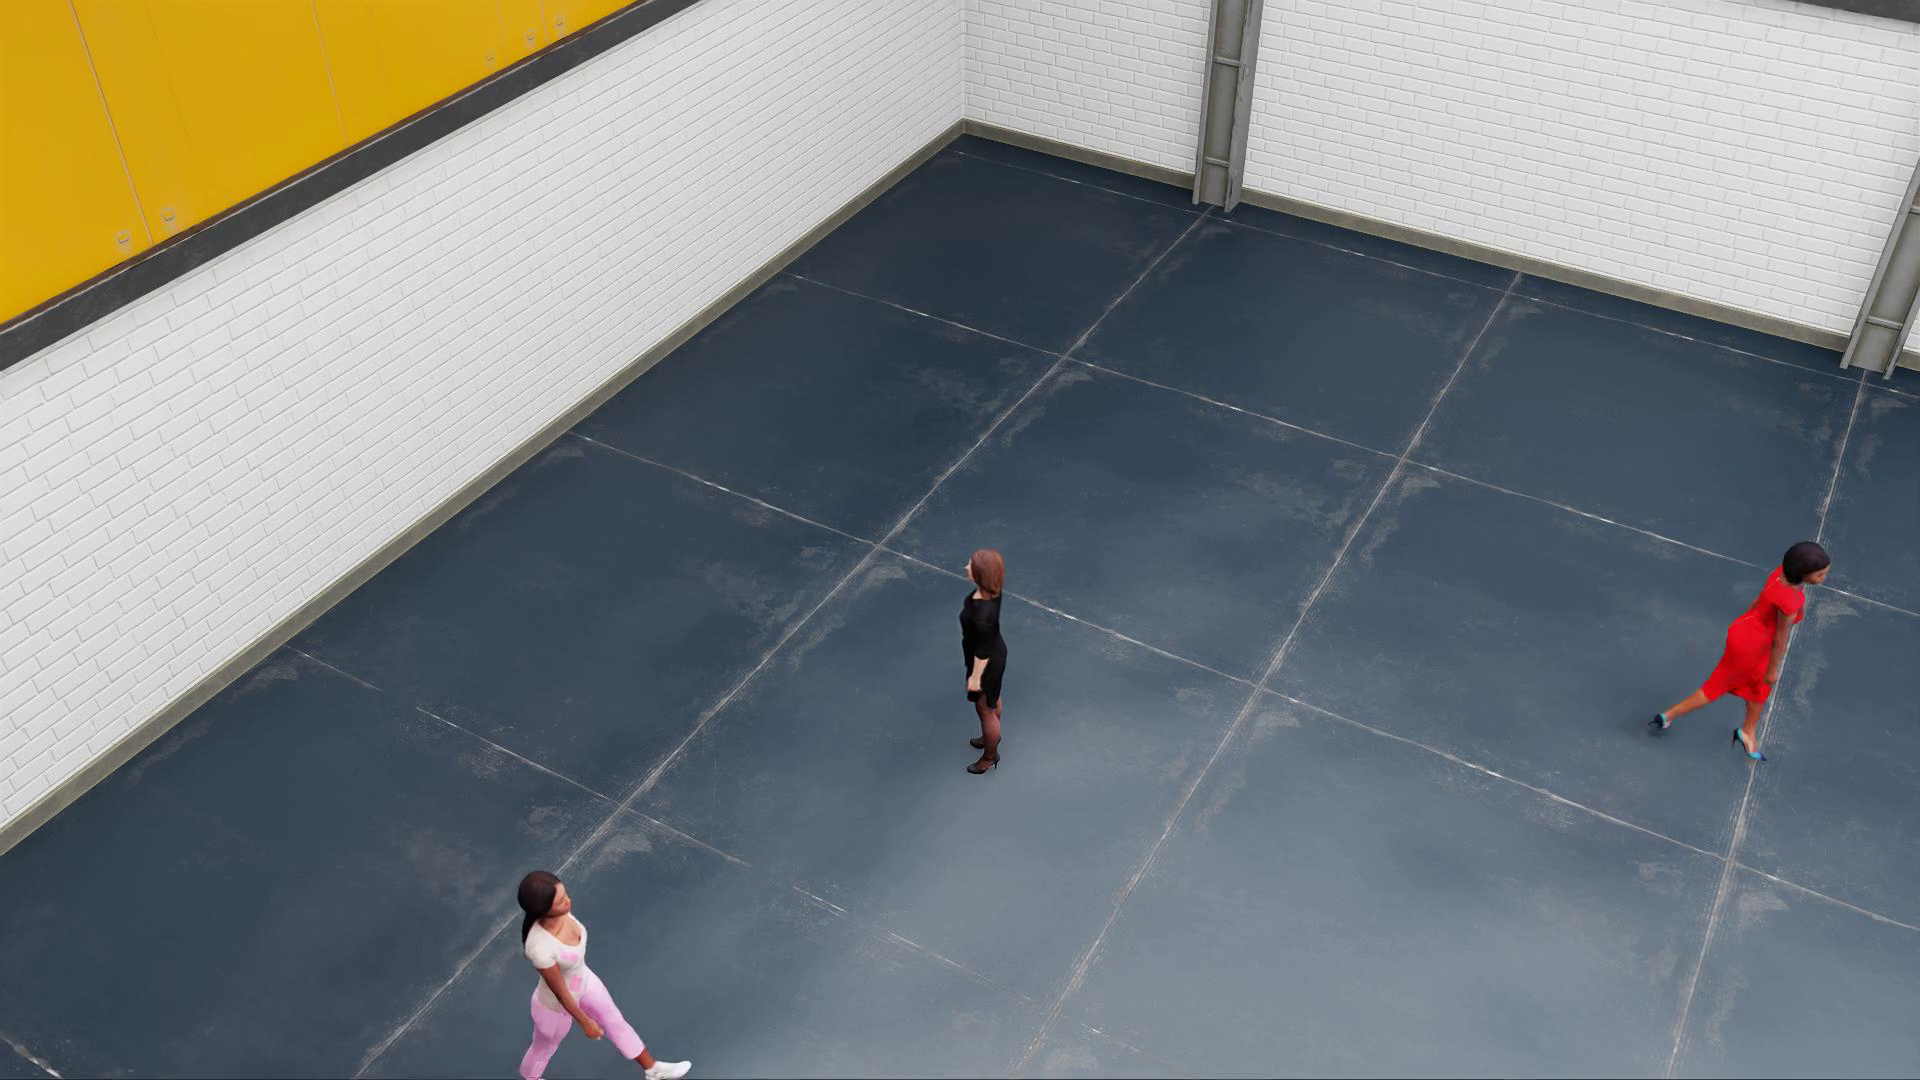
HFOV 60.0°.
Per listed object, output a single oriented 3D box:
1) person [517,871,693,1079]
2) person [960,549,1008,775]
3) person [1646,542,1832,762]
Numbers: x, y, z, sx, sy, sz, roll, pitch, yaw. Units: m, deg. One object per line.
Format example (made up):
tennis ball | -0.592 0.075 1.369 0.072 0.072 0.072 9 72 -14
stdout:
person | -2.035 2.252 8.150 1.189 1.698 0.933 1 39 2
person | 0.158 0.729 10.049 0.625 1.706 0.650 4 39 5
person | 4.744 0.653 10.152 0.961 1.698 0.626 12 40 15
